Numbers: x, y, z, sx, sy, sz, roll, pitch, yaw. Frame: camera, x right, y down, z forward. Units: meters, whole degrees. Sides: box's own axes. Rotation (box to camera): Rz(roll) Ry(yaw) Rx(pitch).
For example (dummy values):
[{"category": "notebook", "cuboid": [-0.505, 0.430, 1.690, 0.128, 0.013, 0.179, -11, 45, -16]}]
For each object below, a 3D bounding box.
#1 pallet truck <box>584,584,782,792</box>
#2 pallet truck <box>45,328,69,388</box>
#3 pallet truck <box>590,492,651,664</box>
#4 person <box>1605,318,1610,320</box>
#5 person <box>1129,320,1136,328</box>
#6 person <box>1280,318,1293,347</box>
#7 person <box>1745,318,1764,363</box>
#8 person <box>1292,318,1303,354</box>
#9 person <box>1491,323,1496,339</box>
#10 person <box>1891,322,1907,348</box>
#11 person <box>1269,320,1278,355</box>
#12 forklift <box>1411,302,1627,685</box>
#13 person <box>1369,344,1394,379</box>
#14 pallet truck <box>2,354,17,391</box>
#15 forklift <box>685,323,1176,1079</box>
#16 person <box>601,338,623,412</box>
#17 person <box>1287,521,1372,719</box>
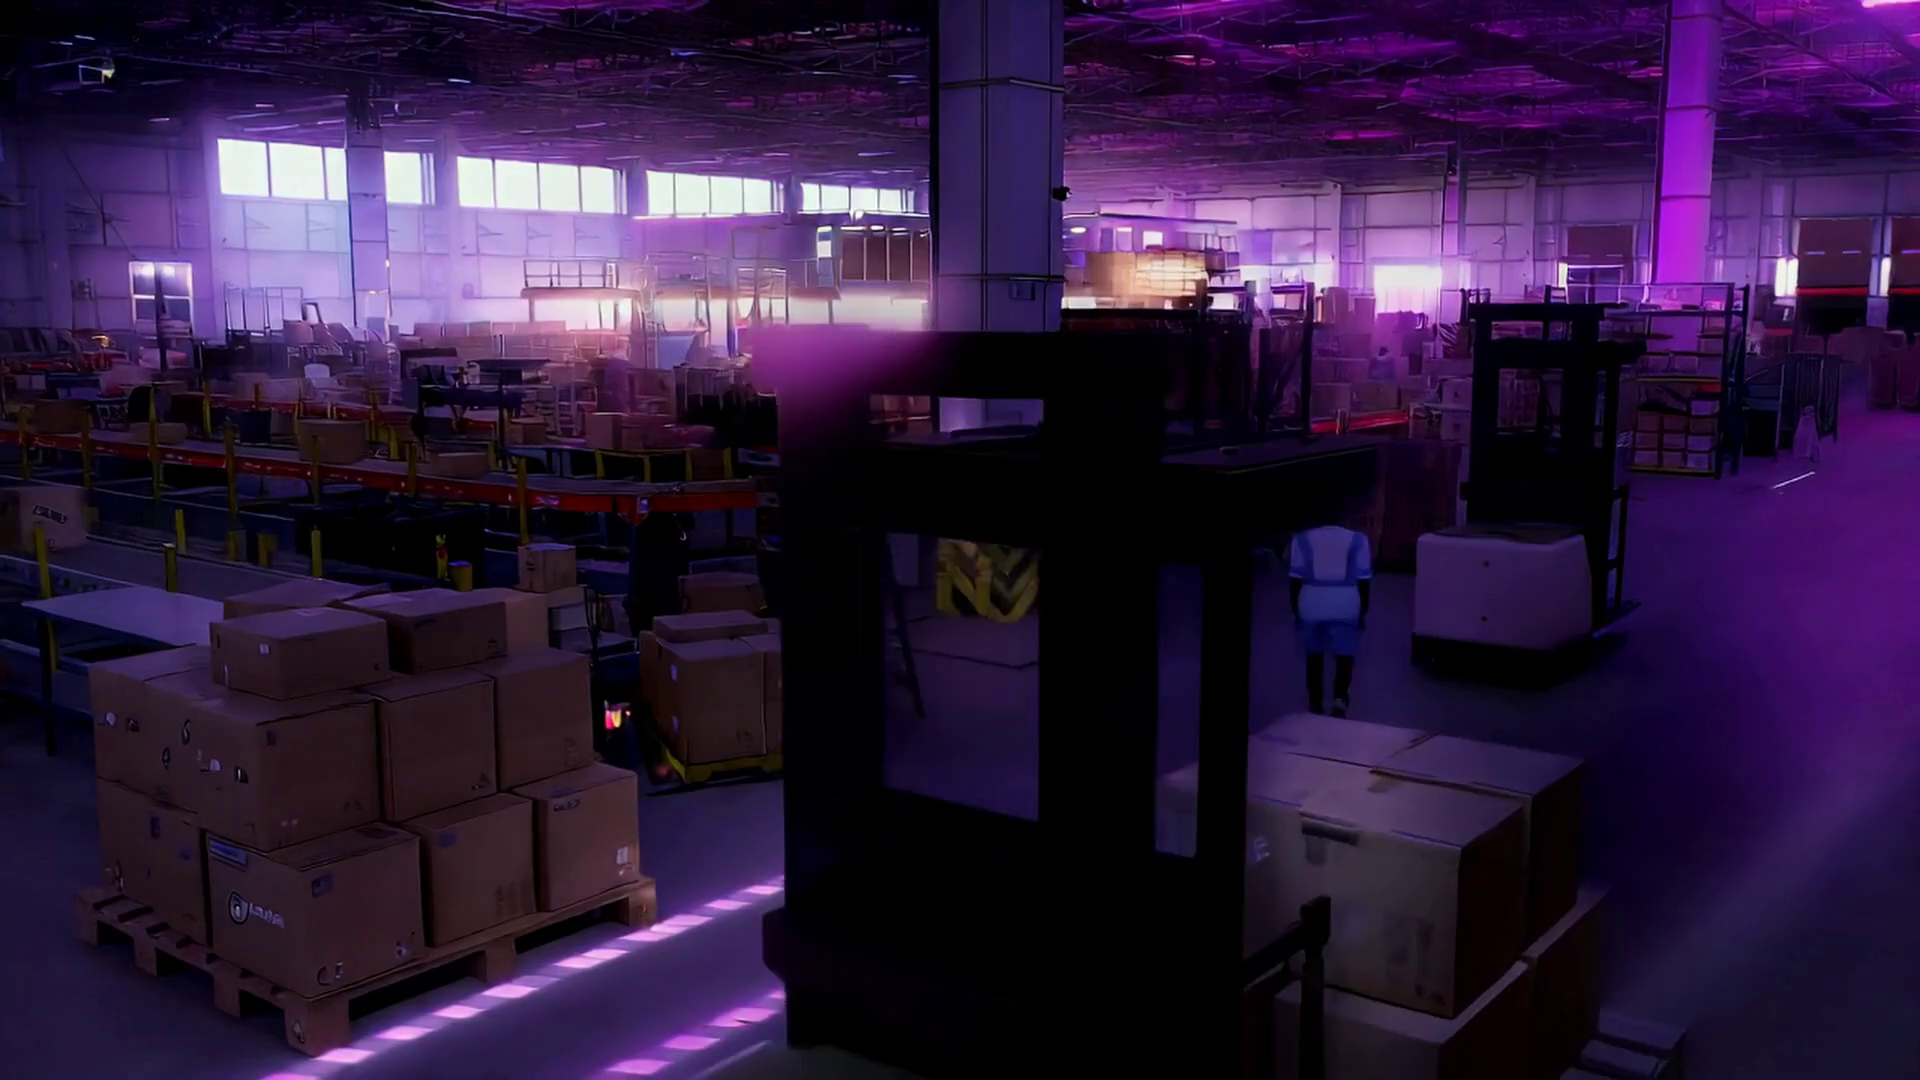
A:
[{"category": "pallet truck", "cuboid": [-1.426, 0.805, 10.019, 1.601, 1.201, 0.680, -4, 9, -26]}, {"category": "pallet truck", "cuboid": [-23.775, -4.544, 43.495, 1.885, 1.965, 0.823, 6, 10, 35]}, {"category": "pallet truck", "cuboid": [-3.115, 0.344, 12.883, 0.653, 1.274, 1.630, 7, 11, 37]}, {"category": "person", "cuboid": [25.765, -7.893, 66.329, 0.563, 1.913, 0.634, 0, 8, 2]}, {"category": "person", "cuboid": [6.382, -7.315, 62.455, 0.372, 1.929, 0.749, -1, 9, -8]}, {"category": "person", "cuboid": [15.524, -9.804, 79.212, 0.724, 1.921, 0.552, -2, 9, -16]}, {"category": "person", "cuboid": [33.423, -8.390, 69.840, 0.620, 1.868, 1.013, -1, 9, -8]}, {"category": "person", "cuboid": [16.227, -9.858, 79.940, 0.588, 1.829, 0.925, -5, 10, -30]}, {"category": "person", "cuboid": [18.860, -6.818, 59.340, 0.701, 1.849, 0.530, 1, 9, 9]}, {"category": "person", "cuboid": [32.715, -6.623, 57.891, 1.047, 1.884, 0.646, 0, 8, 2]}, {"category": "person", "cuboid": [14.390, -9.295, 76.552, 0.574, 1.699, 0.647, 7, 11, 40]}, {"category": "forklift", "cuboid": [4.379, -0.438, 12.852, 1.129, 2.768, 1.873, 7, 11, 37]}, {"category": "person", "cuboid": [9.045, -3.333, 35.975, 0.614, 1.796, 0.868, 8, 11, 42]}, {"category": "pallet truck", "cuboid": [-24.881, -4.417, 42.634, 1.885, 1.965, 0.823, 8, 11, 41]}, {"category": "forklift", "cuboid": [-0.018, 0.905, 3.800, 1.129, 2.768, 1.873, 7, 11, 37]}, {"category": "person", "cuboid": [-6.786, -2.995, 32.980, 0.791, 2.023, 0.612, -1, 8, -6]}, {"category": "person", "cuboid": [2.385, 0.462, 10.775, 0.541, 1.680, 0.628, 2, 9, 13]}]
